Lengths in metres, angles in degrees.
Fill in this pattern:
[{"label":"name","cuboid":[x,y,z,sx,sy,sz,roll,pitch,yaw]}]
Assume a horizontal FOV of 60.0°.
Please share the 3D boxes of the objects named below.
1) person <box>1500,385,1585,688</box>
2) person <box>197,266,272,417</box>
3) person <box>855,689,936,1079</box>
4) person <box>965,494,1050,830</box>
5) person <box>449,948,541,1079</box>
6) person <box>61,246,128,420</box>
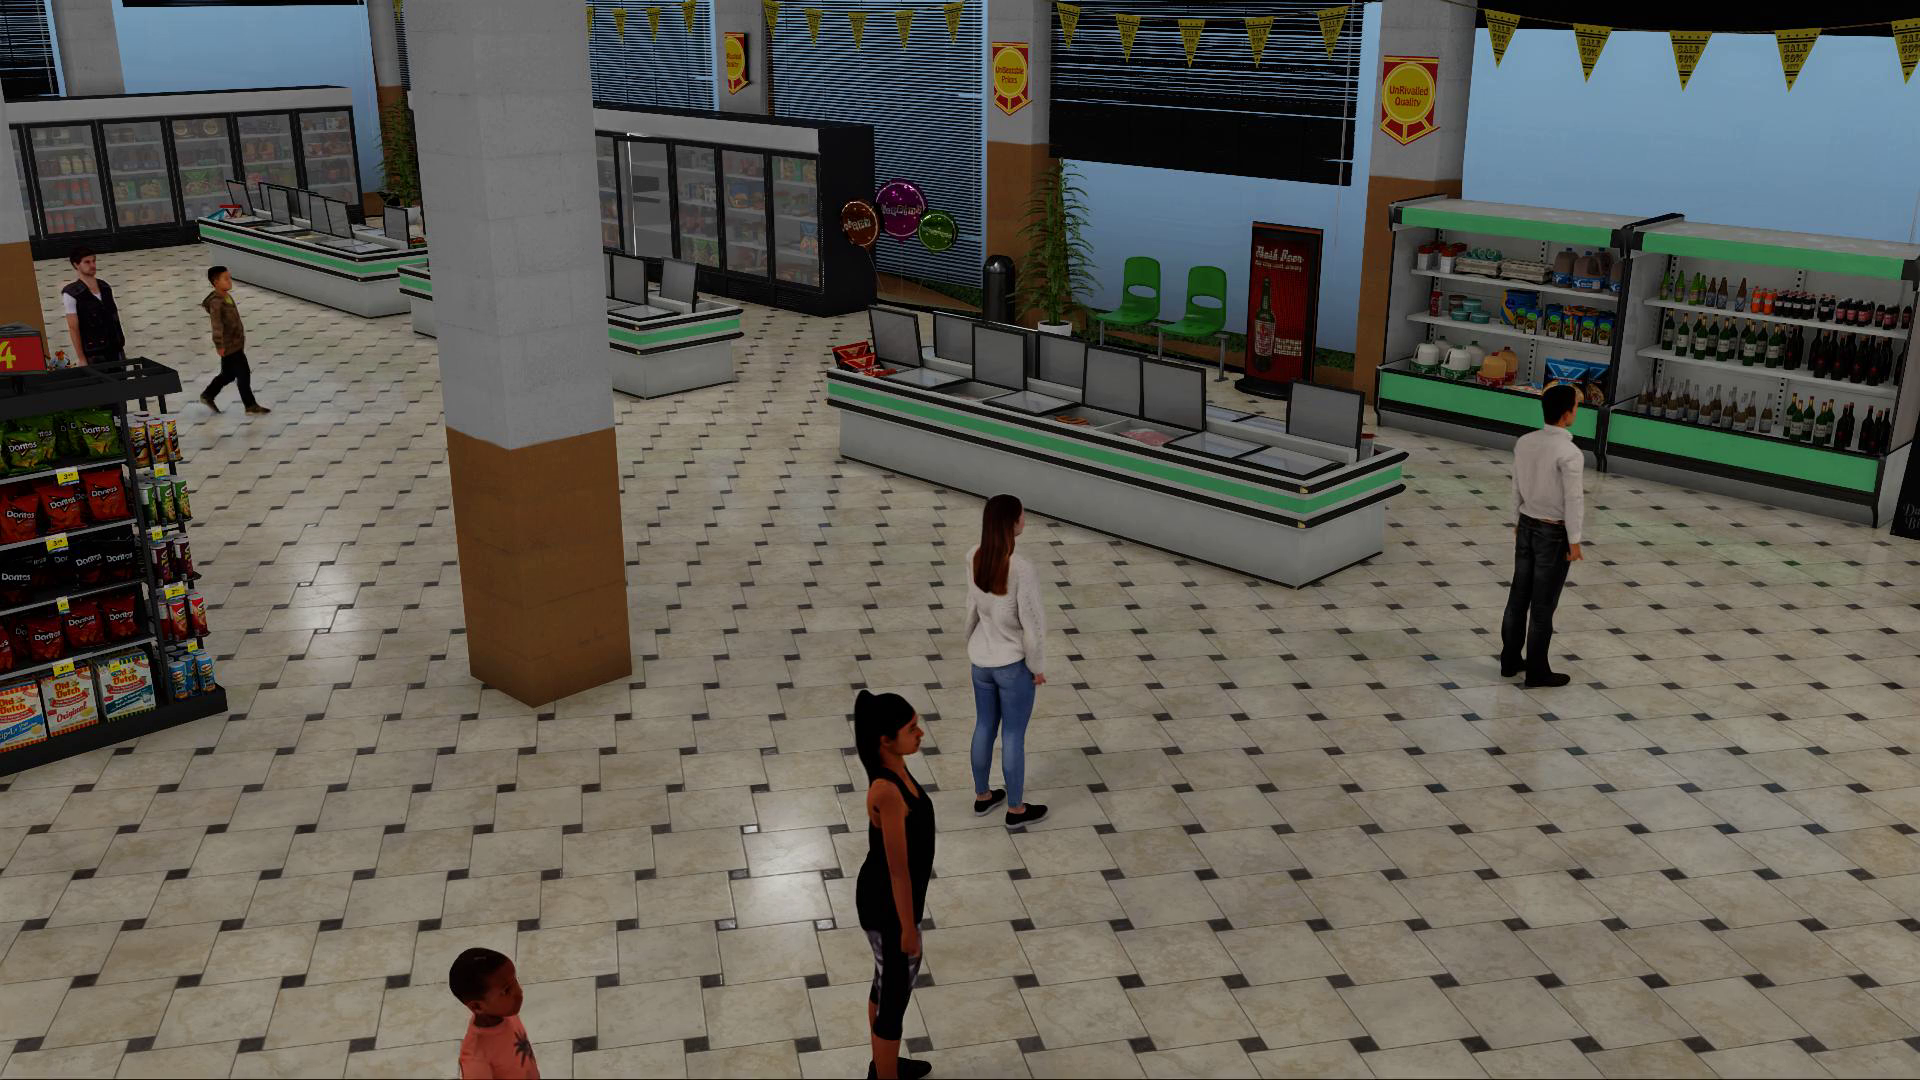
[{"label":"person","cuboid":[3.431,-0.028,9.791,0.792,1.811,0.622,-8,20,-24]},{"label":"person","cuboid":[-7.039,-1.880,15.872,0.955,1.434,0.944,-2,19,-7]},{"label":"person","cuboid":[-0.248,1.312,6.054,0.713,1.659,0.639,-1,19,-4]},{"label":"person","cuboid":[0.215,0.590,8.147,0.468,1.691,0.664,18,25,42]},{"label":"person","cuboid":[-1.474,1.819,5.118,0.911,1.298,0.853,0,19,-1]},{"label":"person","cuboid":[-7.510,-1.635,14.499,0.727,1.849,0.737,6,20,19]}]
